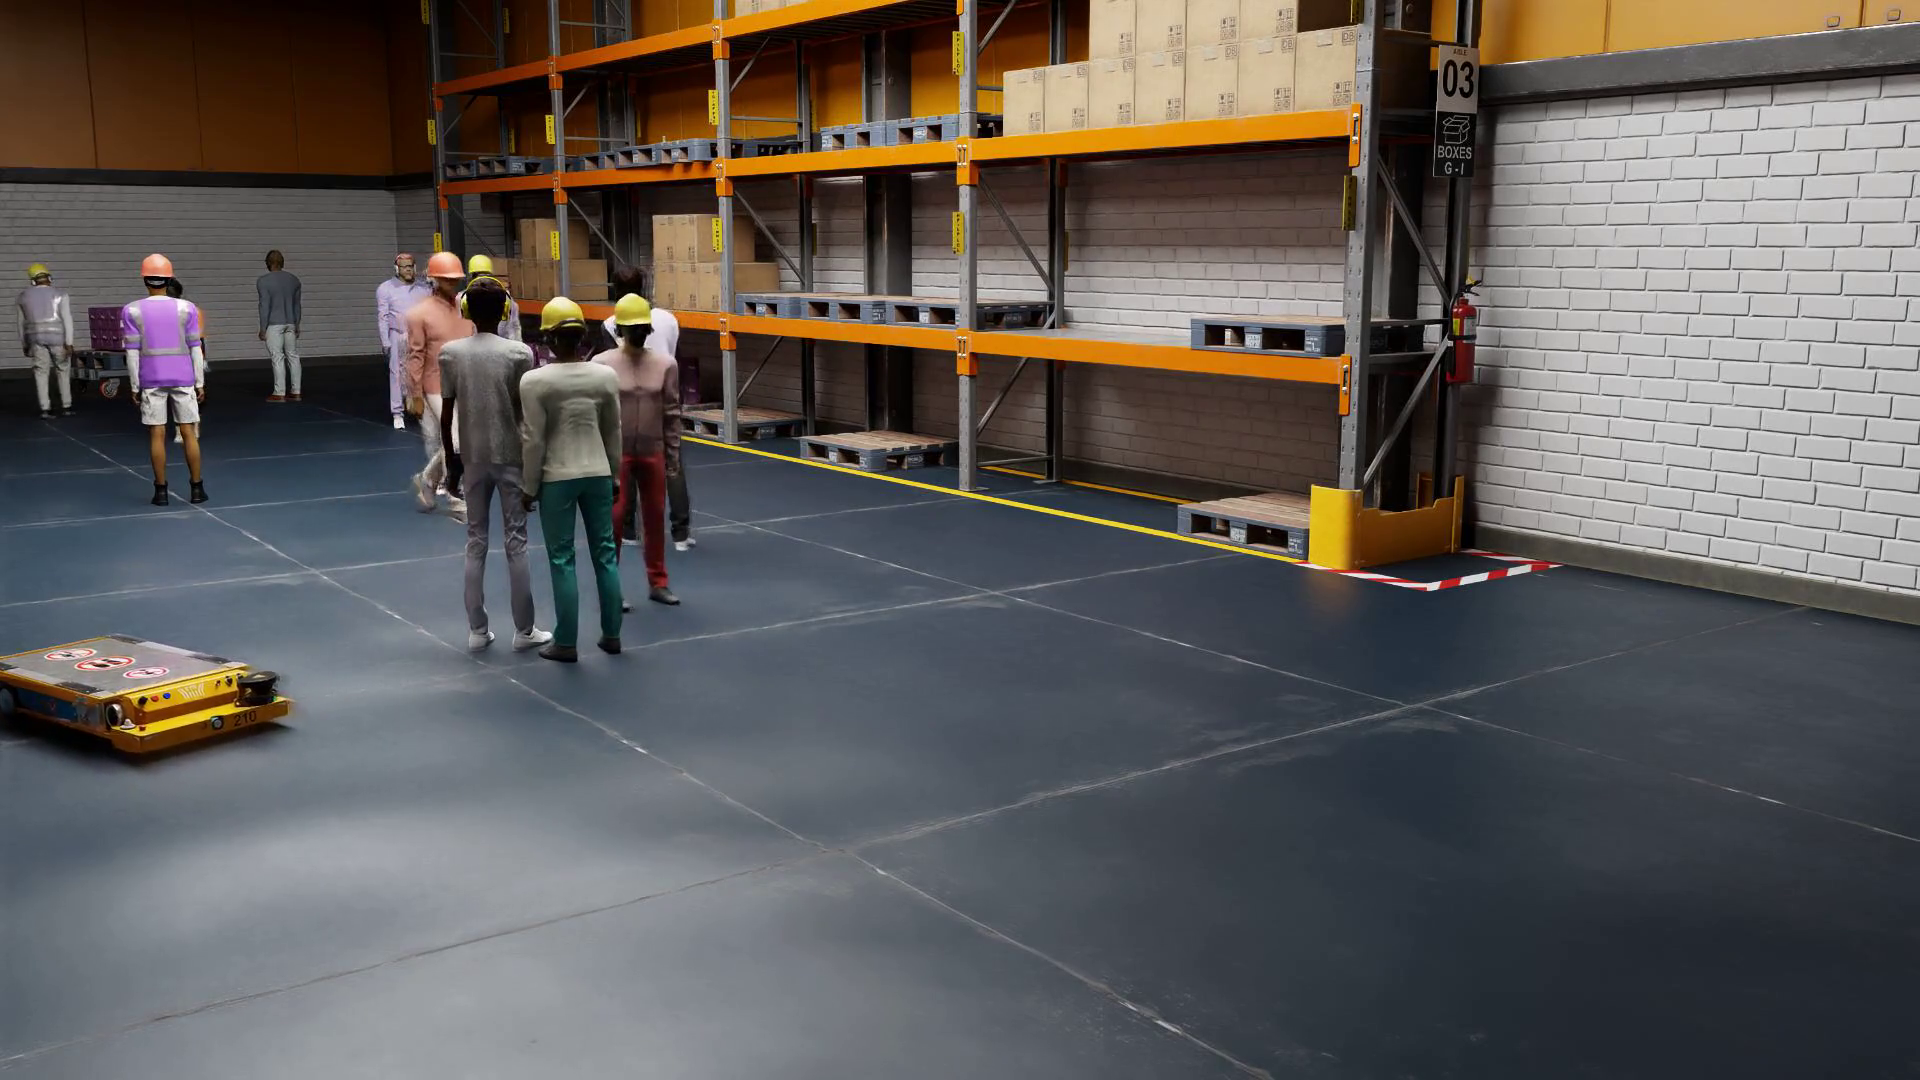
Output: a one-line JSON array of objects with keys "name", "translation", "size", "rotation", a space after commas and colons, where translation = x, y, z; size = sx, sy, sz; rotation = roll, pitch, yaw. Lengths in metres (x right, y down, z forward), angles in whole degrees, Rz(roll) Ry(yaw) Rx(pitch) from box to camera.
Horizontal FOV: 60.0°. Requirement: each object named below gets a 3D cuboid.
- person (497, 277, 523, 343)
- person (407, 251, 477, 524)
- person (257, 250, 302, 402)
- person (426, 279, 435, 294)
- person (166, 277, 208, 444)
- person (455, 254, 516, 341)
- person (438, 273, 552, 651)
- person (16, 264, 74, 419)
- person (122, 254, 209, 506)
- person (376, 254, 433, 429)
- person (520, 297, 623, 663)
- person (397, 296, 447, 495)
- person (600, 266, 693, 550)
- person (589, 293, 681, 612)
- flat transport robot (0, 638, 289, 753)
[{"name": "person", "translation": [-5.389, -2.275, 19.611], "size": [0.287, 1.629, 0.502], "rotation": [9, 14, 42]}, {"name": "person", "translation": [-3.784, -1.115, 12.157], "size": [0.831, 1.970, 0.618], "rotation": [6, 12, 32]}, {"name": "person", "translation": [-8.690, -2.727, 21.248], "size": [0.362, 1.939, 0.636], "rotation": [5, 11, 27]}, {"name": "person", "translation": [-6.234, -2.302, 19.800], "size": [0.311, 1.611, 0.618], "rotation": [-5, 11, -27]}, {"name": "person", "translation": [-7.884, -1.793, 16.736], "size": [0.547, 1.678, 0.437], "rotation": [-2, 10, -10]}, {"name": "person", "translation": [-4.492, -1.721, 15.676], "size": [0.621, 1.911, 0.420], "rotation": [-5, 11, -27]}, {"name": "person", "translation": [-2.306, -0.372, 8.255], "size": [0.531, 1.870, 0.322], "rotation": [1, 10, 5]}, {"name": "person", "translation": [-10.614, -2.313, 19.355], "size": [0.616, 1.777, 0.873], "rotation": [-3, 11, -17]}, {"name": "person", "translation": [-6.144, -1.232, 12.873], "size": [0.542, 1.939, 0.365], "rotation": [-5, 11, -25]}, {"name": "person", "translation": [-6.035, -2.172, 18.233], "size": [0.643, 1.909, 0.410], "rotation": [-8, 13, -39]}, {"name": "person", "translation": [-1.891, -0.291, 8.093], "size": [0.533, 1.765, 0.330], "rotation": [-8, 13, -40]}, {"name": "person", "translation": [-4.168, -1.129, 13.212], "size": [0.520, 1.598, 0.639], "rotation": [-4, 11, -19]}, {"name": "person", "translation": [-2.083, -0.869, 11.056], "size": [0.607, 1.875, 0.688], "rotation": [-9, 13, -40]}, {"name": "person", "translation": [-1.791, -0.476, 9.167], "size": [0.541, 1.748, 0.398], "rotation": [-5, 11, -28]}, {"name": "flat transport robot", "translation": [-3.598, 0.630, 7.120], "size": [1.431, 0.197, 0.652], "rotation": [7, 12, 33]}]
